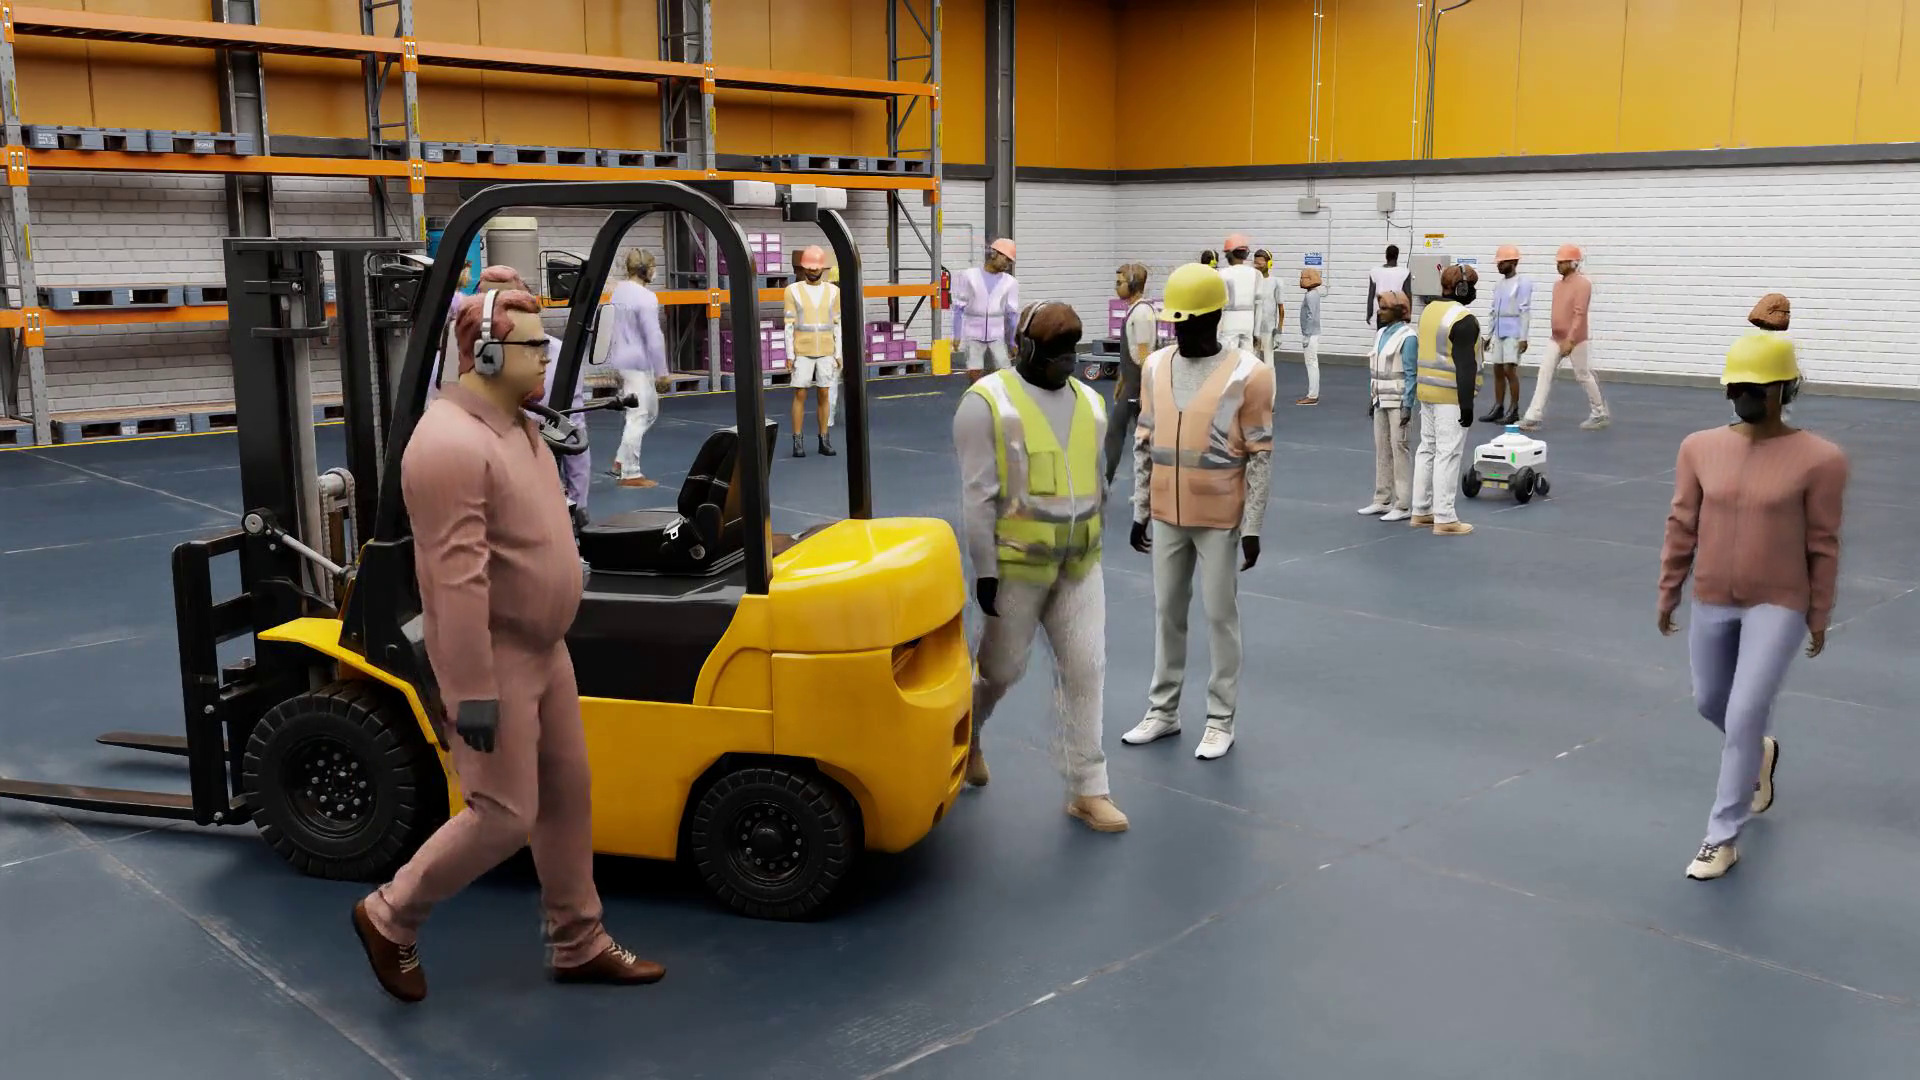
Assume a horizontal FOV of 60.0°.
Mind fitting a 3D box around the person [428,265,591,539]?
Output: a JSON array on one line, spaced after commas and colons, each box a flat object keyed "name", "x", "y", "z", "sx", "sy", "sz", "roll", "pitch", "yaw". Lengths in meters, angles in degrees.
[{"name": "person", "x": -1.853, "y": -0.172, "z": 6.874, "sx": 0.650, "sy": 1.901, "sz": 0.401, "roll": -3, "pitch": 11, "yaw": -14}]

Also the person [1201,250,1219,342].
[{"name": "person", "x": 2.976, "y": -2.591, "z": 20.218, "sx": 0.414, "sy": 1.837, "sz": 0.553, "roll": -4, "pitch": 11, "yaw": -19}]

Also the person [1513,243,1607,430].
[{"name": "person", "x": 6.330, "y": -2.099, "z": 17.285, "sx": 1.062, "sy": 1.947, "sz": 0.607, "roll": -4, "pitch": 11, "yaw": -20}]

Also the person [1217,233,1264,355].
[{"name": "person", "x": 2.947, "y": -2.258, "z": 17.853, "sx": 0.614, "sy": 2.041, "sz": 0.390, "roll": -5, "pitch": 12, "yaw": -27}]

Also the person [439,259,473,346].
[{"name": "person", "x": -4.549, "y": -1.677, "z": 15.313, "sx": 0.625, "sy": 1.813, "sz": 0.557, "roll": -1, "pitch": 10, "yaw": -5}]

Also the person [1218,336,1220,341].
[{"name": "person", "x": 3.061, "y": -2.627, "z": 20.912, "sx": 0.833, "sy": 1.651, "sz": 0.534, "roll": -4, "pitch": 11, "yaw": -22}]

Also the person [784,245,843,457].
[{"name": "person", "x": -1.330, "y": -1.717, "z": 15.219, "sx": 0.546, "sy": 1.927, "sz": 0.385, "roll": -3, "pitch": 11, "yaw": -18}]

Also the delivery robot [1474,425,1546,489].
[{"name": "delivery robot", "x": 4.265, "y": -0.648, "z": 12.878, "sx": 0.477, "sy": 0.478, "sz": 0.707, "roll": 8, "pitch": 13, "yaw": 38}]

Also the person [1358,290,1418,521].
[{"name": "person", "x": 3.074, "y": -0.953, "z": 11.842, "sx": 0.310, "sy": 1.636, "sz": 0.523, "roll": -3, "pitch": 11, "yaw": -15}]

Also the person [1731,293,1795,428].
[{"name": "person", "x": 5.452, "y": -0.854, "z": 11.314, "sx": 0.284, "sy": 1.631, "sz": 0.502, "roll": -3, "pitch": 11, "yaw": -17}]

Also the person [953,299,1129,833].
[{"name": "person", "x": 0.255, "y": 0.067, "z": 5.809, "sx": 0.627, "sy": 1.810, "sz": 0.809, "roll": -6, "pitch": 12, "yaw": -29}]

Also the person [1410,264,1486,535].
[{"name": "person", "x": 3.339, "y": -0.958, "z": 11.351, "sx": 0.430, "sy": 1.835, "sz": 0.622, "roll": -2, "pitch": 11, "yaw": -11}]

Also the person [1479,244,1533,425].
[{"name": "person", "x": 5.871, "y": -2.207, "z": 17.899, "sx": 0.404, "sy": 1.928, "sz": 0.582, "roll": -4, "pitch": 11, "yaw": -18}]

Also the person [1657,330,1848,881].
[{"name": "person", "x": 2.583, "y": 0.179, "z": 5.415, "sx": 0.781, "sy": 1.737, "sz": 0.525, "roll": -10, "pitch": 14, "yaw": -43}]

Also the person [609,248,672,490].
[{"name": "person", "x": -2.567, "y": -1.348, "z": 13.237, "sx": 0.457, "sy": 1.925, "sz": 0.636, "roll": -6, "pitch": 12, "yaw": -30}]

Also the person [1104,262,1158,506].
[{"name": "person", "x": 1.178, "y": -1.138, "z": 12.363, "sx": 0.857, "sy": 1.812, "sz": 0.550, "roll": 1, "pitch": 10, "yaw": 7}]

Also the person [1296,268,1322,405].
[{"name": "person", "x": 4.188, "y": -2.435, "z": 19.934, "sx": 0.269, "sy": 1.632, "sz": 0.505, "roll": 3, "pitch": 11, "yaw": 18}]

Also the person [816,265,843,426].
[{"name": "person", "x": -1.247, "y": -2.035, "z": 17.542, "sx": 0.515, "sy": 1.691, "sz": 0.826, "roll": 4, "pitch": 11, "yaw": 20}]

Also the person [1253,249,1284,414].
[{"name": "person", "x": 3.415, "y": -2.344, "z": 18.809, "sx": 0.534, "sy": 1.864, "sz": 0.309, "roll": 10, "pitch": 14, "yaw": 44}]

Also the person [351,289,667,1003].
[{"name": "person", "x": -1.194, "y": 0.300, "z": 4.316, "sx": 0.727, "sy": 1.887, "sz": 0.682, "roll": 1, "pitch": 10, "yaw": 5}]

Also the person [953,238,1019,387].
[{"name": "person", "x": 0.277, "y": -2.038, "z": 16.827, "sx": 0.719, "sy": 1.990, "sz": 0.411, "roll": -1, "pitch": 10, "yaw": -7}]

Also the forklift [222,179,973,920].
[{"name": "forklift", "x": -1.114, "y": -0.058, "z": 5.440, "sx": 2.313, "sy": 2.155, "sz": 1.214, "roll": 2, "pitch": 11, "yaw": 13}]

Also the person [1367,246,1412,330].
[{"name": "person", "x": 6.280, "y": -3.349, "z": 24.278, "sx": 0.614, "sy": 1.873, "sz": 0.915, "roll": 5, "pitch": 11, "yaw": 25}]

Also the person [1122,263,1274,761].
[{"name": "person", "x": 0.913, "y": -0.105, "z": 6.460, "sx": 0.585, "sy": 1.916, "sz": 0.389, "roll": 8, "pitch": 13, "yaw": 38}]
